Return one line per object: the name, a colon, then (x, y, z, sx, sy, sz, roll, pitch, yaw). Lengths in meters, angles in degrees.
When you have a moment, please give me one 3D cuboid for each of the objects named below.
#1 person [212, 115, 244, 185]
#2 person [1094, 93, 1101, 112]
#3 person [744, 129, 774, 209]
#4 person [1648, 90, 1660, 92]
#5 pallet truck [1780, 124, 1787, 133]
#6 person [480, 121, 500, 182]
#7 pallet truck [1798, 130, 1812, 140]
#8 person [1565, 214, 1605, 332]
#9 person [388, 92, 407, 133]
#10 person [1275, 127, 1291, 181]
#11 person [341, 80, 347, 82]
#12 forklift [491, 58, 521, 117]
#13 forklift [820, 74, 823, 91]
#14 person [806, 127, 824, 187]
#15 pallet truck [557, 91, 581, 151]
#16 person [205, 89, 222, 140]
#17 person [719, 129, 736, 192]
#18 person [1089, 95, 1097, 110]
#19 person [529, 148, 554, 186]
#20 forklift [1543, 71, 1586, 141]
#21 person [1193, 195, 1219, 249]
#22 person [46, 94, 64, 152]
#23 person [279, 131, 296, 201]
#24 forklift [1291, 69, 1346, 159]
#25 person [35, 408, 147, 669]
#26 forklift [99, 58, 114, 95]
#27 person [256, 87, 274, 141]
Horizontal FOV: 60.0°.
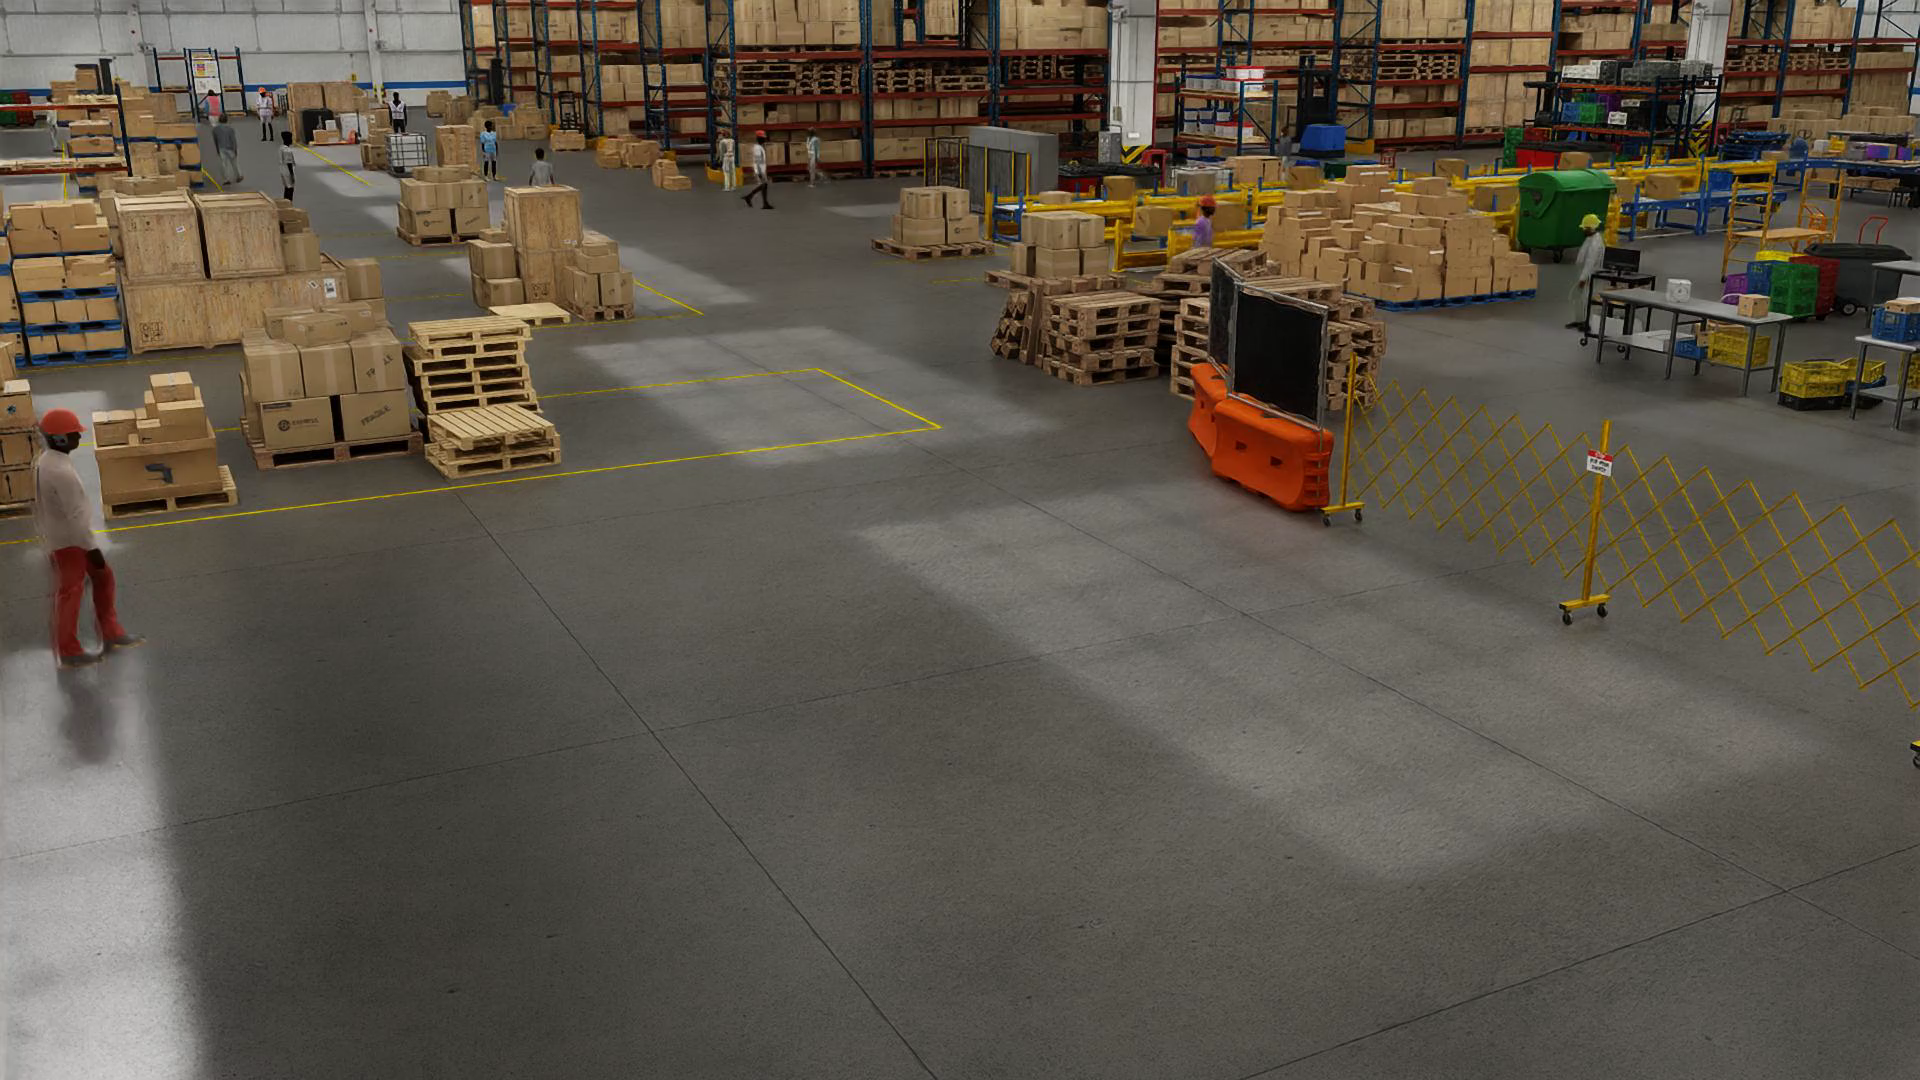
person: (-20.374, -10.865, 46.290, 0.661, 1.893, 0.976, 0, 18, 1)
person: (5.336, -16.897, 65.535, 0.517, 1.632, 0.315, 2, 18, 6)
person: (-4.889, -8.997, 40.423, 0.630, 1.926, 0.558, 2, 18, 5)
person: (28.174, -17.727, 67.585, 0.903, 1.962, 0.611, -7, 19, -21)
pallet truck: (25.206, -12.542, 52.601, 1.601, 1.201, 0.680, 0, 18, -2)
person: (-13.285, -10.979, 46.986, 0.322, 1.691, 0.532, 15, 23, 38)
pallet truck: (25.526, -11.556, 49.408, 1.630, 1.274, 0.653, -9, 20, -26)
person: (9.418, -4.014, 25.081, 0.600, 1.799, 0.604, 5, 18, 15)
person: (-19.694, -14.727, 58.321, 0.595, 1.912, 0.387, -3, 18, -9)
person: (8.840, -10.510, 45.651, 0.587, 1.616, 0.512, -5, 18, -14)
person: (-24.474, -17.428, 66.627, 0.620, 1.974, 0.632, -1, 18, -4)
forklift: (-18.108, -17.474, 65.312, 1.873, 2.768, 1.129, -3, 18, -11)
forklift: (-4.063, -12.812, 50.776, 1.873, 2.768, 1.129, -9, 20, -26)
person: (-3.984, -10.487, 45.562, 0.527, 1.624, 0.519, -11, 21, -30)
pallet truck: (-13.495, -14.412, 57.188, 0.823, 1.965, 1.885, -3, 18, -9)
person: (-27.605, -15.724, 61.529, 0.429, 1.842, 0.635, 14, 23, 38)
person: (-6.204, -10.129, 44.408, 0.314, 1.641, 0.515, 15, 23, 40)
person: (5.039, -16.473, 63.760, 0.411, 1.908, 0.643, -2, 18, -5)
person: (-9.142, -7.631, 36.344, 0.540, 1.826, 0.962, -7, 19, -20)
forklift: (18.685, -13.231, 52.085, 1.873, 2.768, 1.129, -9, 20, -26)
person: (3.836, -4.626, 26.856, 0.961, 1.902, 0.554, 5, 18, 14)
person: (-30.806, -14.159, 56.495, 0.376, 1.940, 0.629, -8, 20, -24)
person: (-15.947, -8.717, 39.508, 0.384, 1.957, 0.606, -11, 21, -32)
forklift: (11.615, -13.871, 54.079, 1.129, 2.768, 1.873, -9, 20, -27)
person: (-6.475, -0.027, 12.376, 0.773, 1.969, 0.643, -12, 21, -33)
forklift: (-33.236, -17.381, 65.020, 1.873, 2.768, 1.129, -9, 20, -26)
person: (-25.567, -15.664, 61.188, 0.550, 1.935, 0.375, -1, 18, -4)
